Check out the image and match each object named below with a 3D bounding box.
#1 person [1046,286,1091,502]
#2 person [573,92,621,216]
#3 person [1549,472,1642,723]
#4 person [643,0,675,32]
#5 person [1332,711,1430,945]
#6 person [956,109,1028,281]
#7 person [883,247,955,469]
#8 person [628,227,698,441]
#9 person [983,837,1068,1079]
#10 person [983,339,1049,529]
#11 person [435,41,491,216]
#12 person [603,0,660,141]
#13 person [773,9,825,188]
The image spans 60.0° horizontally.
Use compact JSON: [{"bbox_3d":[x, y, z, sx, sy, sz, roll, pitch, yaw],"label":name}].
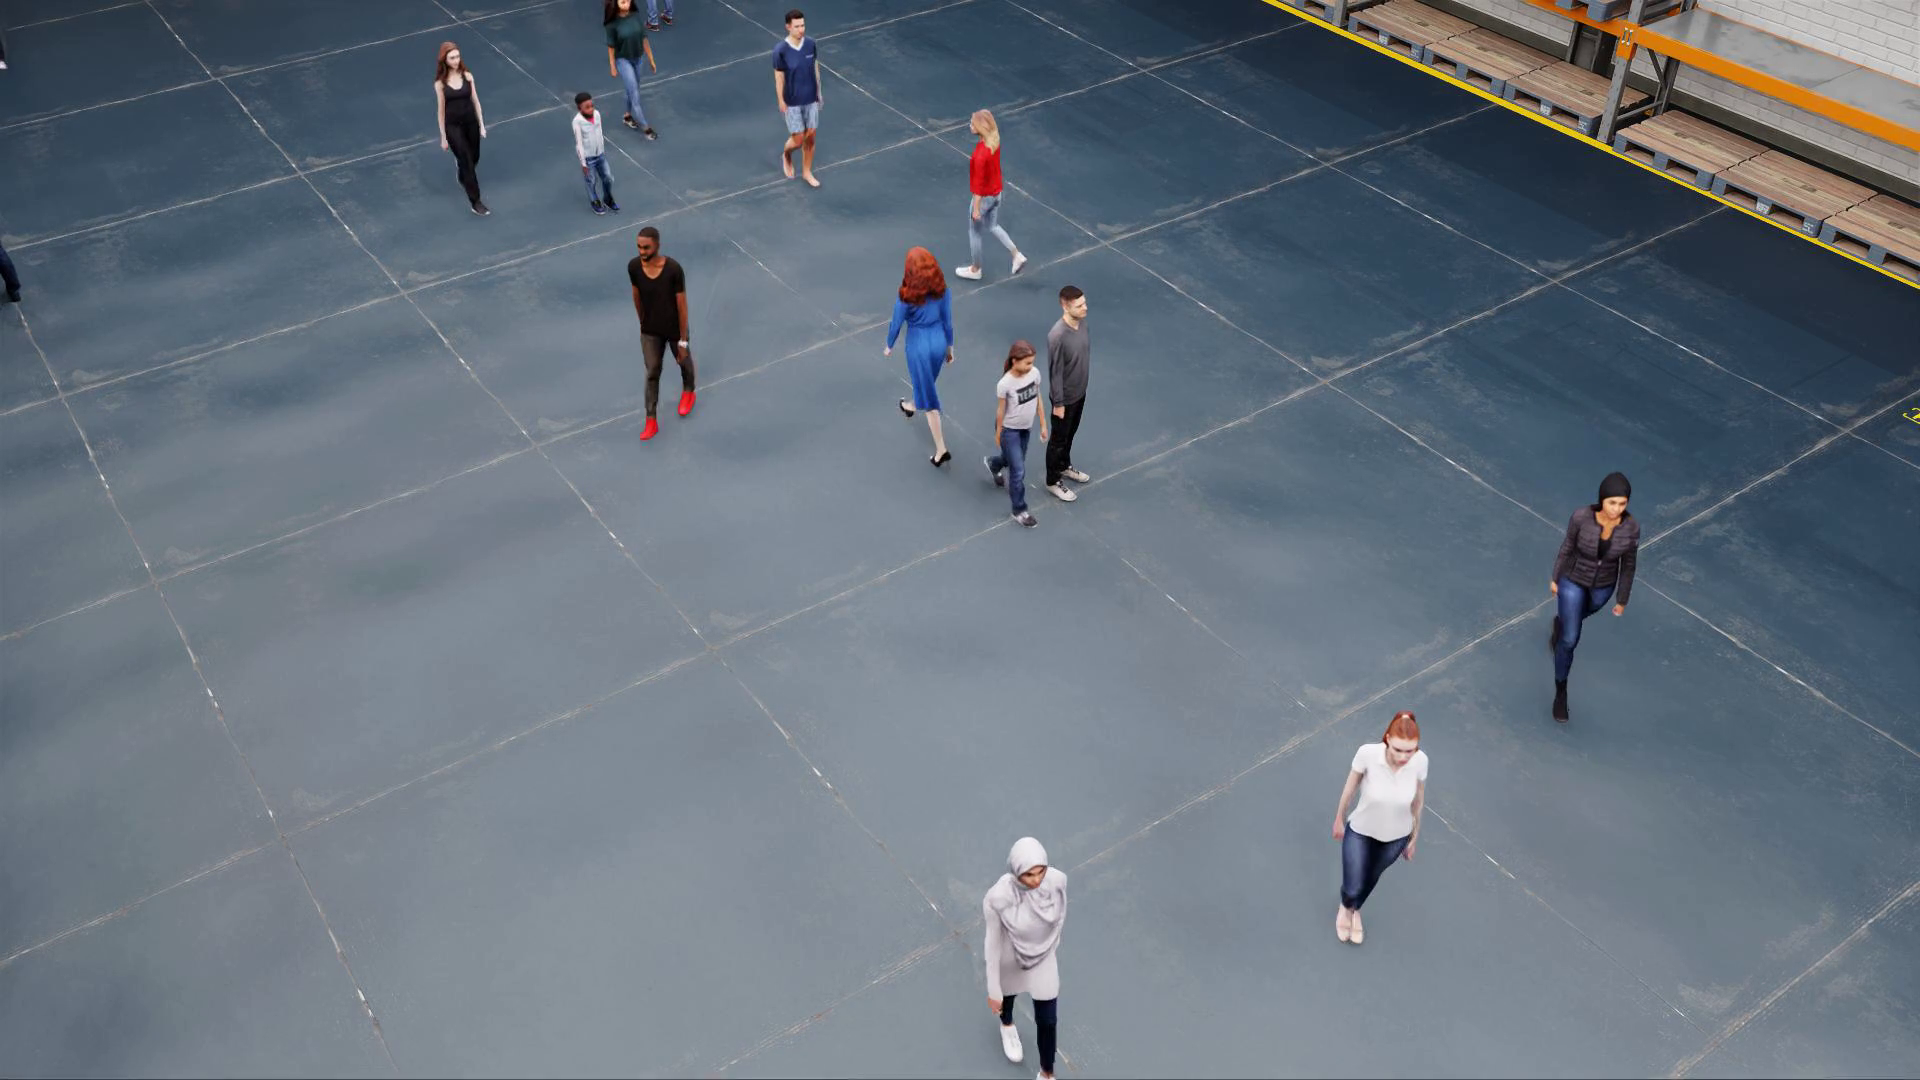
[{"bbox_3d":[0.814,-1.136,12.609,0.696,1.761,0.698,18,42,21],"label":"person"},{"bbox_3d":[-3.661,-3.829,16.390,0.494,1.250,0.548,-27,46,-30],"label":"person"},{"bbox_3d":[4.102,0.258,10.910,1.191,1.702,1.208,8,39,10],"label":"person"},{"bbox_3d":[-3.719,-7.082,19.978,0.612,1.854,0.695,29,47,32],"label":"person"},{"bbox_3d":[2.312,1.551,9.270,0.700,1.729,0.745,2,39,2],"label":"person"},{"bbox_3d":[0.298,-3.097,15.117,1.034,1.695,0.899,15,41,18],"label":"person"},{"bbox_3d":[-0.223,-1.344,12.861,0.743,1.771,1.188,-20,43,-24],"label":"person"},{"bbox_3d":[-2.321,-1.752,13.374,1.094,1.768,1.155,6,39,7],"label":"person"},{"bbox_3d":[0.283,2.101,8.562,0.797,1.753,0.978,-9,40,-11],"label":"person"},{"bbox_3d":[0.380,-0.878,12.464,0.589,1.538,0.977,-28,47,-31],"label":"person"},{"bbox_3d":[-4.940,-4.084,16.338,0.687,1.713,1.050,-25,45,-28],"label":"person"},{"bbox_3d":[-3.563,-5.116,17.733,0.677,1.584,1.026,-31,48,-32],"label":"person"},{"bbox_3d":[-1.649,-4.459,16.711,0.617,1.833,0.700,-23,44,-26],"label":"person"}]
